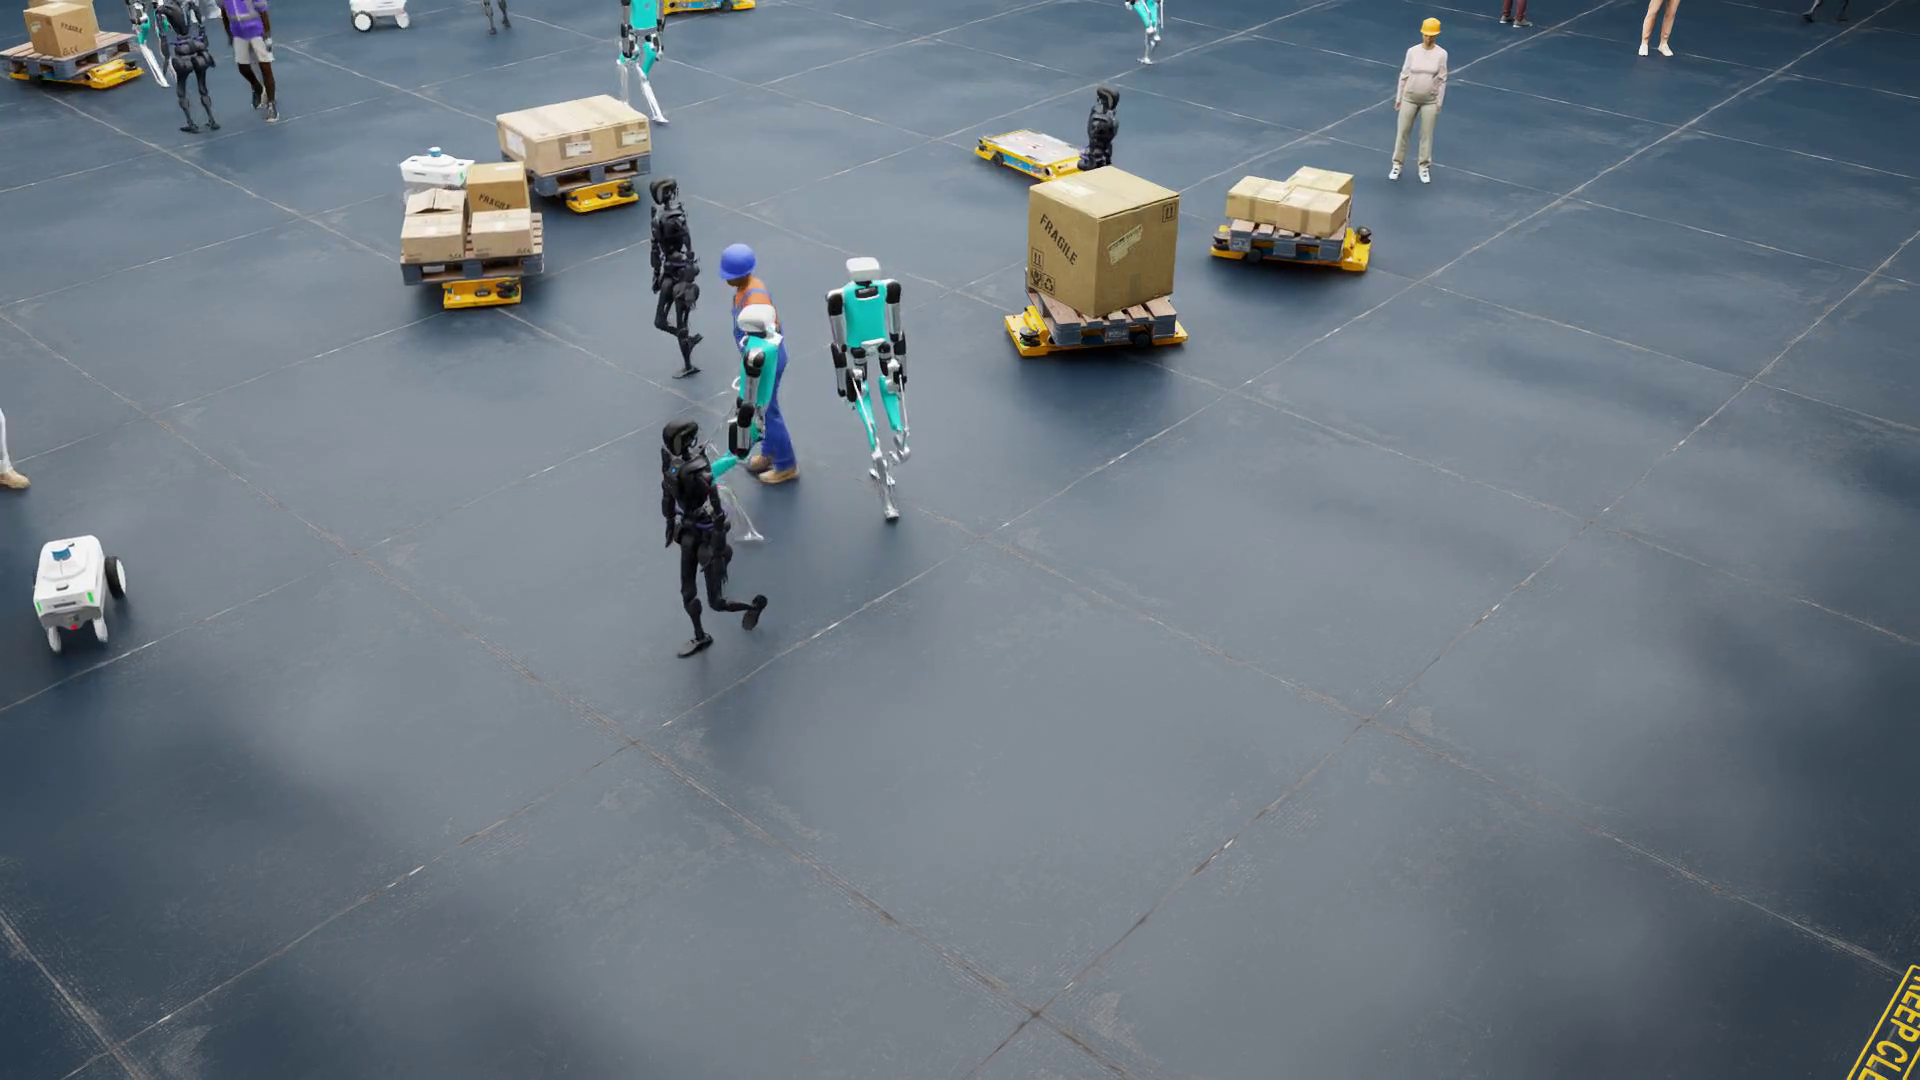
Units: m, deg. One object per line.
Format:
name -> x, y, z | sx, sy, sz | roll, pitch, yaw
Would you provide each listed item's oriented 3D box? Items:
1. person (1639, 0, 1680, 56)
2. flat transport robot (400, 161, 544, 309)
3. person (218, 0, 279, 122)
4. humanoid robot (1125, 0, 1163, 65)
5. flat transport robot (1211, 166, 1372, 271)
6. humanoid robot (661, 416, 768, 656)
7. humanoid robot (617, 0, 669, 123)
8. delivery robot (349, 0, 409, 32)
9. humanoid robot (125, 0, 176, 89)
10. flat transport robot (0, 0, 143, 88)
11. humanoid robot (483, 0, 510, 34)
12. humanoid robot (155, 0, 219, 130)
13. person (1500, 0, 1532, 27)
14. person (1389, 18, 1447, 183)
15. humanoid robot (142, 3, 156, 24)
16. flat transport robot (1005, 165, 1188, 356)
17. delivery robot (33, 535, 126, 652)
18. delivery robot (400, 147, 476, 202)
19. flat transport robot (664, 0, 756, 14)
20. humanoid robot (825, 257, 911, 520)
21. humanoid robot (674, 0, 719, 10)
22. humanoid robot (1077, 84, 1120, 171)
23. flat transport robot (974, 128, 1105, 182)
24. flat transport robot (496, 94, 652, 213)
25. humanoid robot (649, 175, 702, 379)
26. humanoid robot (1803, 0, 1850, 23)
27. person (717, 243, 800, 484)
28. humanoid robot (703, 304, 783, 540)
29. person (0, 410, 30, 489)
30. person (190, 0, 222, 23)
person -> 8.988, -7.085, 21.037 | 0.509, 1.879, 0.342 | 0, 32, 1
flat transport robot -> -4.386, -2.477, 15.142 | 0.659, 0.231, 1.431 | -6, 32, -10
person -> -8.058, -5.769, 18.870 | 0.597, 1.941, 0.566 | 0, 32, 0
humanoid robot -> 2.345, -6.657, 20.508 | 0.543, 1.796, 0.854 | -11, 34, -18
flat transport robot -> 3.122, -2.795, 15.654 | 1.431, 0.231, 0.659 | 8, 33, 13
humanoid robot -> -1.495, -0.079, 9.962 | 0.605, 1.617, 0.596 | 27, 41, 37
humanoid robot -> -3.701, -5.629, 18.867 | 0.537, 1.755, 0.972 | -22, 38, -31
delivery robot -> -7.882, -7.186, 22.470 | 0.814, 0.611, 0.499 | -11, 33, -17
humanoid robot -> -9.737, -6.266, 19.933 | 0.542, 1.872, 0.696 | -26, 40, -36
flat transport robot -> -10.900, -5.805, 20.501 | 1.431, 0.231, 0.659 | 10, 33, 15
humanoid robot -> -6.294, -7.601, 22.074 | 0.601, 1.650, 0.601 | -10, 33, -15
humanoid robot -> -8.615, -5.416, 18.549 | 0.415, 1.636, 0.593 | 20, 37, 29
person -> 7.601, -7.821, 22.293 | 0.380, 1.806, 0.548 | -16, 35, -24
person -> 4.716, -4.511, 17.069 | 0.471, 1.690, 0.335 | 10, 33, 15
humanoid robot -> -10.935, -7.659, 22.206 | 0.854, 1.864, 0.550 | 27, 41, 37
flat transport robot -> 1.146, -1.836, 14.111 | 1.431, 0.231, 0.659 | -6, 32, -9
delivery robot -> -5.561, 0.290, 10.427 | 0.499, 0.606, 0.807 | -11, 34, -18
delivery robot -> -5.232, -3.656, 16.758 | 0.773, 0.582, 0.499 | 7, 33, 11
flat transport robot -> -3.637, -7.606, 23.401 | 1.431, 0.231, 0.659 | -8, 33, -12
humanoid robot -> -0.516, -0.966, 11.359 | 0.548, 1.777, 0.896 | -13, 34, -20
humanoid robot -> -3.616, -8.038, 22.721 | 1.007, 1.734, 0.533 | 11, 33, 17
humanoid robot -> 1.275, -3.412, 15.331 | 0.378, 1.636, 0.613 | 12, 34, 18
flat transport robot -> 0.850, -4.075, 17.715 | 0.659, 0.231, 1.431 | -23, 38, -32
flat transport robot -> -3.930, -3.709, 17.127 | 0.659, 0.231, 1.431 | -21, 38, -30
humanoid robot -> -2.224, -2.081, 13.176 | 0.377, 1.648, 0.615 | -24, 39, -33
humanoid robot -> 11.896, -7.803, 22.438 | 0.745, 1.653, 0.594 | -14, 35, -22
person -> -1.398, -1.212, 11.589 | 0.534, 1.869, 0.545 | -9, 33, -15
humanoid robot -> -1.554, -0.706, 10.916 | 0.863, 1.793, 0.538 | 4, 32, 7
person -> -6.949, -1.073, 11.429 | 0.635, 1.804, 0.643 | 8, 33, 13
person -> -10.345, -7.969, 22.460 | 0.667, 1.876, 0.634 | 12, 34, 18
